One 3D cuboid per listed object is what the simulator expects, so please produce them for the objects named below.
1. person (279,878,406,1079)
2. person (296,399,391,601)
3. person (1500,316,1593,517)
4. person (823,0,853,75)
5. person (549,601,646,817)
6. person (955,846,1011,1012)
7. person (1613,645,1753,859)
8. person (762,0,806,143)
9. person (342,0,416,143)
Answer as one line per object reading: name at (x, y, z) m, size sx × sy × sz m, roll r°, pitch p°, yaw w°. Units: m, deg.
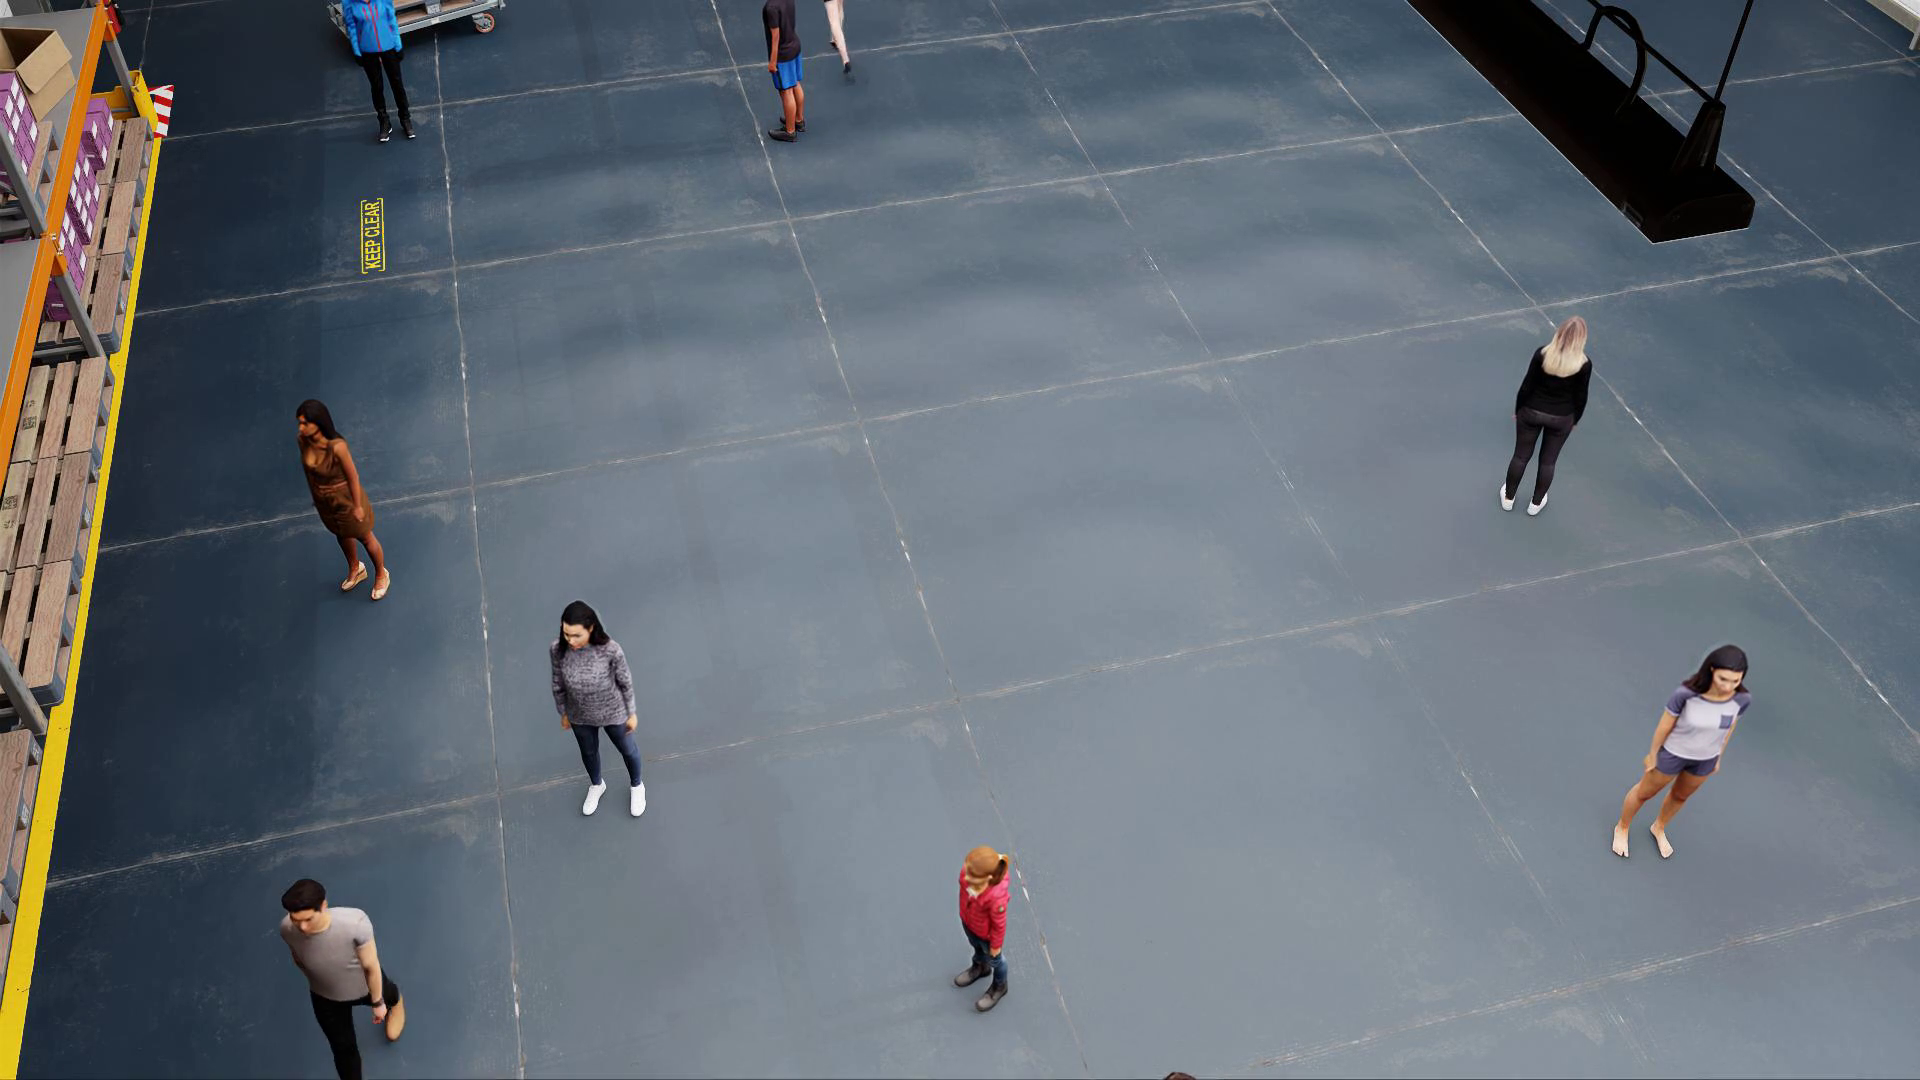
person at (-3.144, 2.222, 8.624) m, size 0.733 × 1.672 × 1.172 m, roll -3°, pitch 44°, yaw -3°
person at (-4.184, -0.275, 11.232) m, size 0.645 × 1.690 × 0.683 m, roll 16°, pitch 46°, yaw 16°
person at (4.180, -0.880, 11.870) m, size 0.698 × 1.686 × 0.728 m, roll 16°, pitch 46°, yaw 16°
person at (-1.243, -5.564, 16.711) m, size 0.672 × 1.789 × 1.169 m, roll -16°, pitch 46°, yaw -16°
person at (-2.142, 0.997, 9.866) m, size 0.675 × 1.732 × 0.620 m, roll 1°, pitch 44°, yaw 1°
person at (0.140, 2.076, 9.036) m, size 0.635 × 1.315 × 0.521 m, roll -27°, pitch 50°, yaw -25°
person at (4.205, 1.228, 9.624) m, size 0.640 × 1.733 × 0.595 m, roll 2°, pitch 44°, yaw 2°
person at (-1.657, -4.638, 15.732) m, size 0.771 × 1.800 × 0.694 m, roll 16°, pitch 46°, yaw 16°
person at (-5.510, -4.651, 15.749) m, size 0.609 × 1.795 × 0.500 m, roll -11°, pitch 45°, yaw -11°
